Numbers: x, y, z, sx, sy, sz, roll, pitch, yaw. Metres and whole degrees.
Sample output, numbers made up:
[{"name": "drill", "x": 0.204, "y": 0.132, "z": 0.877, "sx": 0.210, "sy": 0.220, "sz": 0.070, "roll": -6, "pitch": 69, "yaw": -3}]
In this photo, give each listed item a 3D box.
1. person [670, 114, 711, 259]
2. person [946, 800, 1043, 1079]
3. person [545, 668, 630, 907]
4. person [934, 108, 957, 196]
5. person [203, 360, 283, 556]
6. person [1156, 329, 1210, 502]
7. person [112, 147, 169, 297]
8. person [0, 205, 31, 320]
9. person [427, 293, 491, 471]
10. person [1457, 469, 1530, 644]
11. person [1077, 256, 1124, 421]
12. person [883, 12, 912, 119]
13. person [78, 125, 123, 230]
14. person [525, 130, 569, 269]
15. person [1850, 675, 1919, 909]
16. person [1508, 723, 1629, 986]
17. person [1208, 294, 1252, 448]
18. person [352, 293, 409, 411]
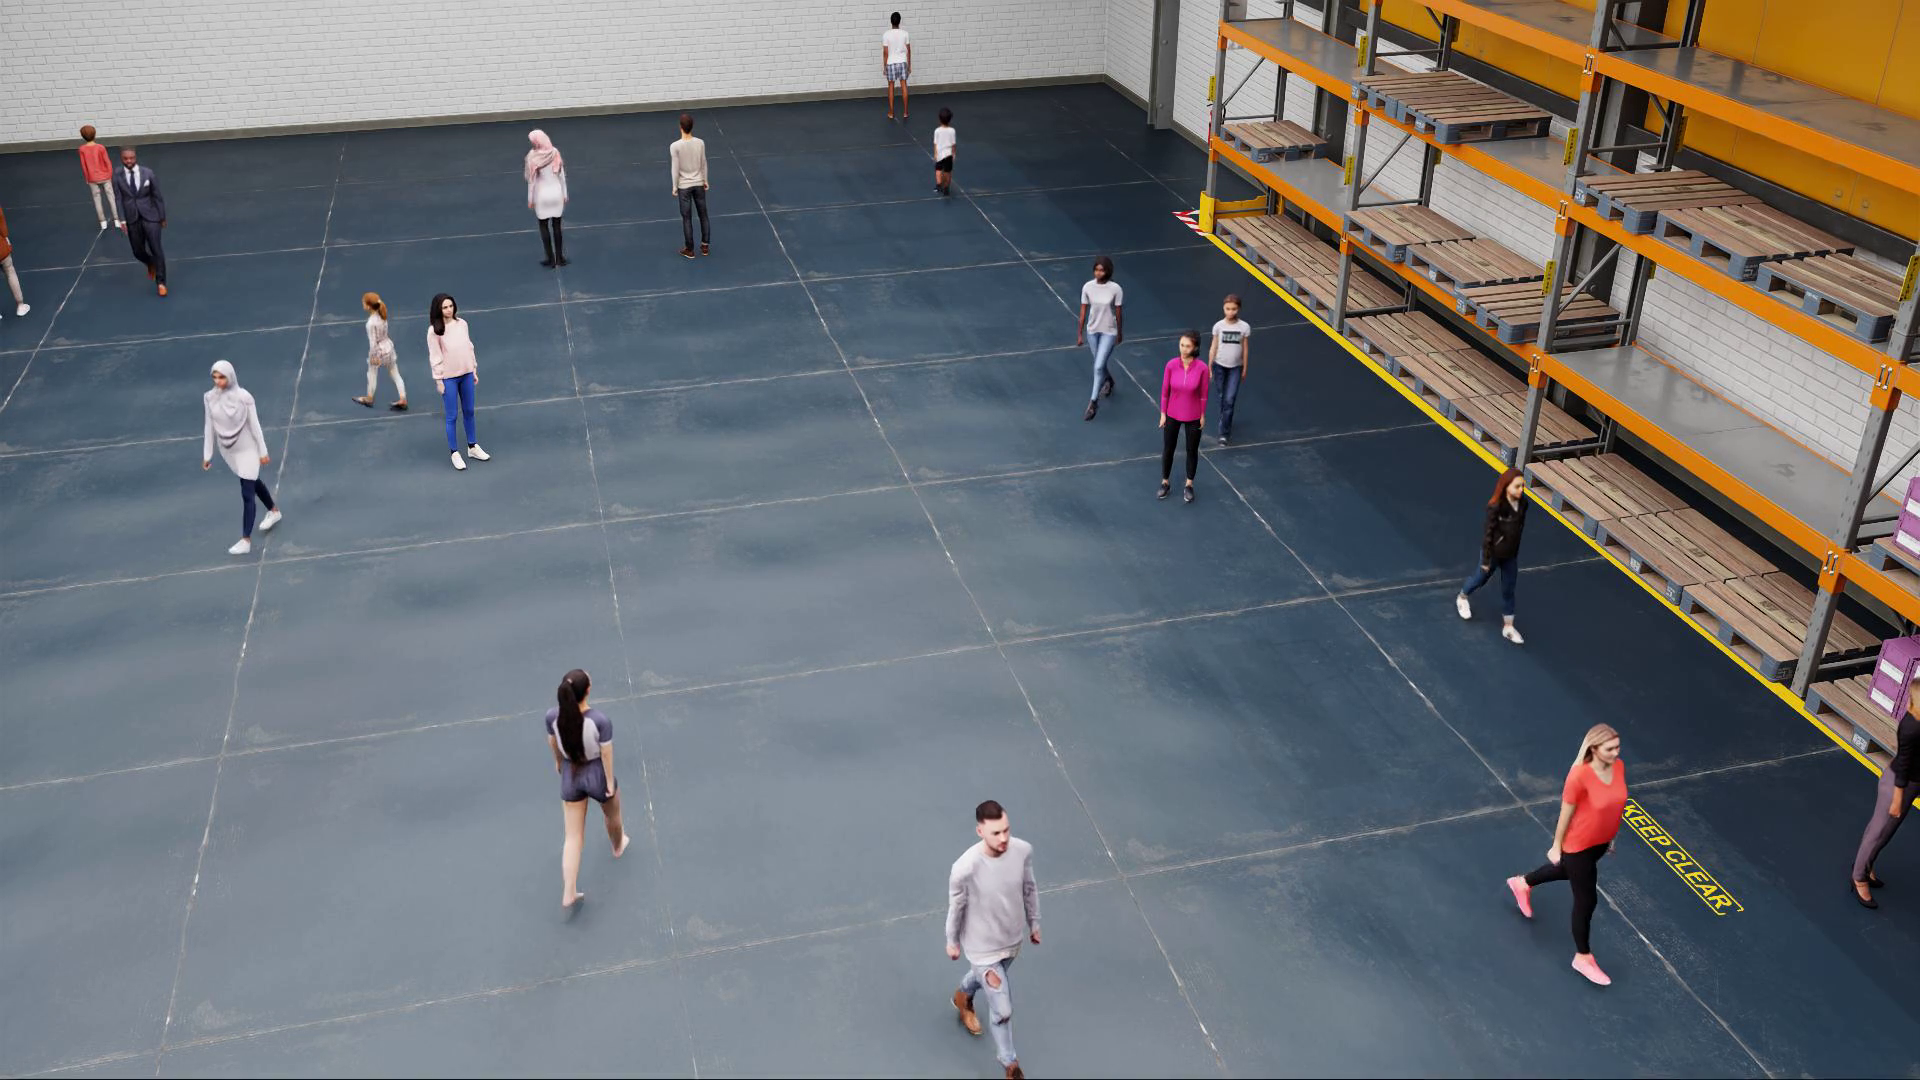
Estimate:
[{"name": "person", "x": -3.512, "y": -4.619, "z": 21.700, "sx": 0.720, "sy": 1.867, "sz": 0.664, "roll": -16, "pitch": 32, "yaw": -27}, {"name": "person", "x": 0.146, "y": 2.179, "z": 9.310, "sx": 0.931, "sy": 1.799, "sz": 1.229, "roll": -17, "pitch": 33, "yaw": -28}, {"name": "person", "x": -2.411, "y": 1.595, "z": 10.579, "sx": 0.873, "sy": 1.609, "sz": 1.139, "roll": 4, "pitch": 29, "yaw": 7}, {"name": "person", "x": -0.210, "y": -5.639, "z": 24.213, "sx": 0.504, "sy": 1.252, "sz": 0.518, "roll": -6, "pitch": 29, "yaw": -10}, {"name": "person", "x": -6.370, "y": -0.799, "z": 14.842, "sx": 0.989, "sy": 1.729, "sz": 1.215, "roll": 7, "pitch": 29, "yaw": 12}, {"name": "person", "x": 2.097, "y": -1.172, "z": 15.558, "sx": 0.672, "sy": 1.699, "sz": 0.687, "roll": 5, "pitch": 29, "yaw": 10}, {"name": "person", "x": -10.108, "y": -3.970, "z": 20.574, "sx": 0.688, "sy": 1.806, "sz": 0.902, "roll": -8, "pitch": 30, "yaw": -14}, {"name": "person", "x": -11.547, "y": -3.533, "z": 19.741, "sx": 0.730, "sy": 1.836, "sz": 0.712, "roll": -11, "pitch": 31, "yaw": -19}, {"name": "person", "x": -4.926, "y": -1.577, "z": 16.226, "sx": 0.737, "sy": 1.770, "sz": 0.723, "roll": 23, "pitch": 36, "yaw": 35}, {"name": "person", "x": 4.340, "y": 0.069, "z": 13.546, "sx": 0.638, "sy": 1.447, "sz": 0.999, "roll": -10, "pitch": 30, "yaw": -18}, {"name": "person", "x": 1.507, "y": -2.161, "z": 17.395, "sx": 1.061, "sy": 1.676, "sz": 1.182, "roll": 12, "pitch": 31, "yaw": 22}, {"name": "person", "x": -1.064, "y": -8.011, "z": 28.057, "sx": 0.660, "sy": 1.735, "sz": 0.567, "roll": -3, "pitch": 29, "yaw": -6}, {"name": "person", "x": -11.839, "y": -4.995, "z": 22.861, "sx": 0.528, "sy": 1.416, "sz": 0.471, "roll": -9, "pitch": 30, "yaw": -16}, {"name": "person", "x": -5.283, "y": -4.395, "z": 21.366, "sx": 0.739, "sy": 1.794, "sz": 0.696, "roll": -9, "pitch": 30, "yaw": -16}, {"name": "person", "x": 5.945, "y": 1.574, "z": 10.553, "sx": 0.713, "sy": 1.672, "sz": 0.677, "roll": 20, "pitch": 34, "yaw": 32}, {"name": "person", "x": 3.729, "y": 1.806, "z": 10.139, "sx": 0.805, "sy": 1.658, "sz": 1.201, "roll": -15, "pitch": 32, "yaw": -26}, {"name": "person", "x": 2.713, "y": -1.765, "z": 16.833, "sx": 0.895, "sy": 1.517, "sz": 1.125, "roll": 7, "pitch": 29, "yaw": 13}, {"name": "person", "x": -5.995, "y": -1.956, "z": 17.426, "sx": 0.846, "sy": 1.286, "sz": 0.855, "roll": 8, "pitch": 30, "yaw": 14}]
